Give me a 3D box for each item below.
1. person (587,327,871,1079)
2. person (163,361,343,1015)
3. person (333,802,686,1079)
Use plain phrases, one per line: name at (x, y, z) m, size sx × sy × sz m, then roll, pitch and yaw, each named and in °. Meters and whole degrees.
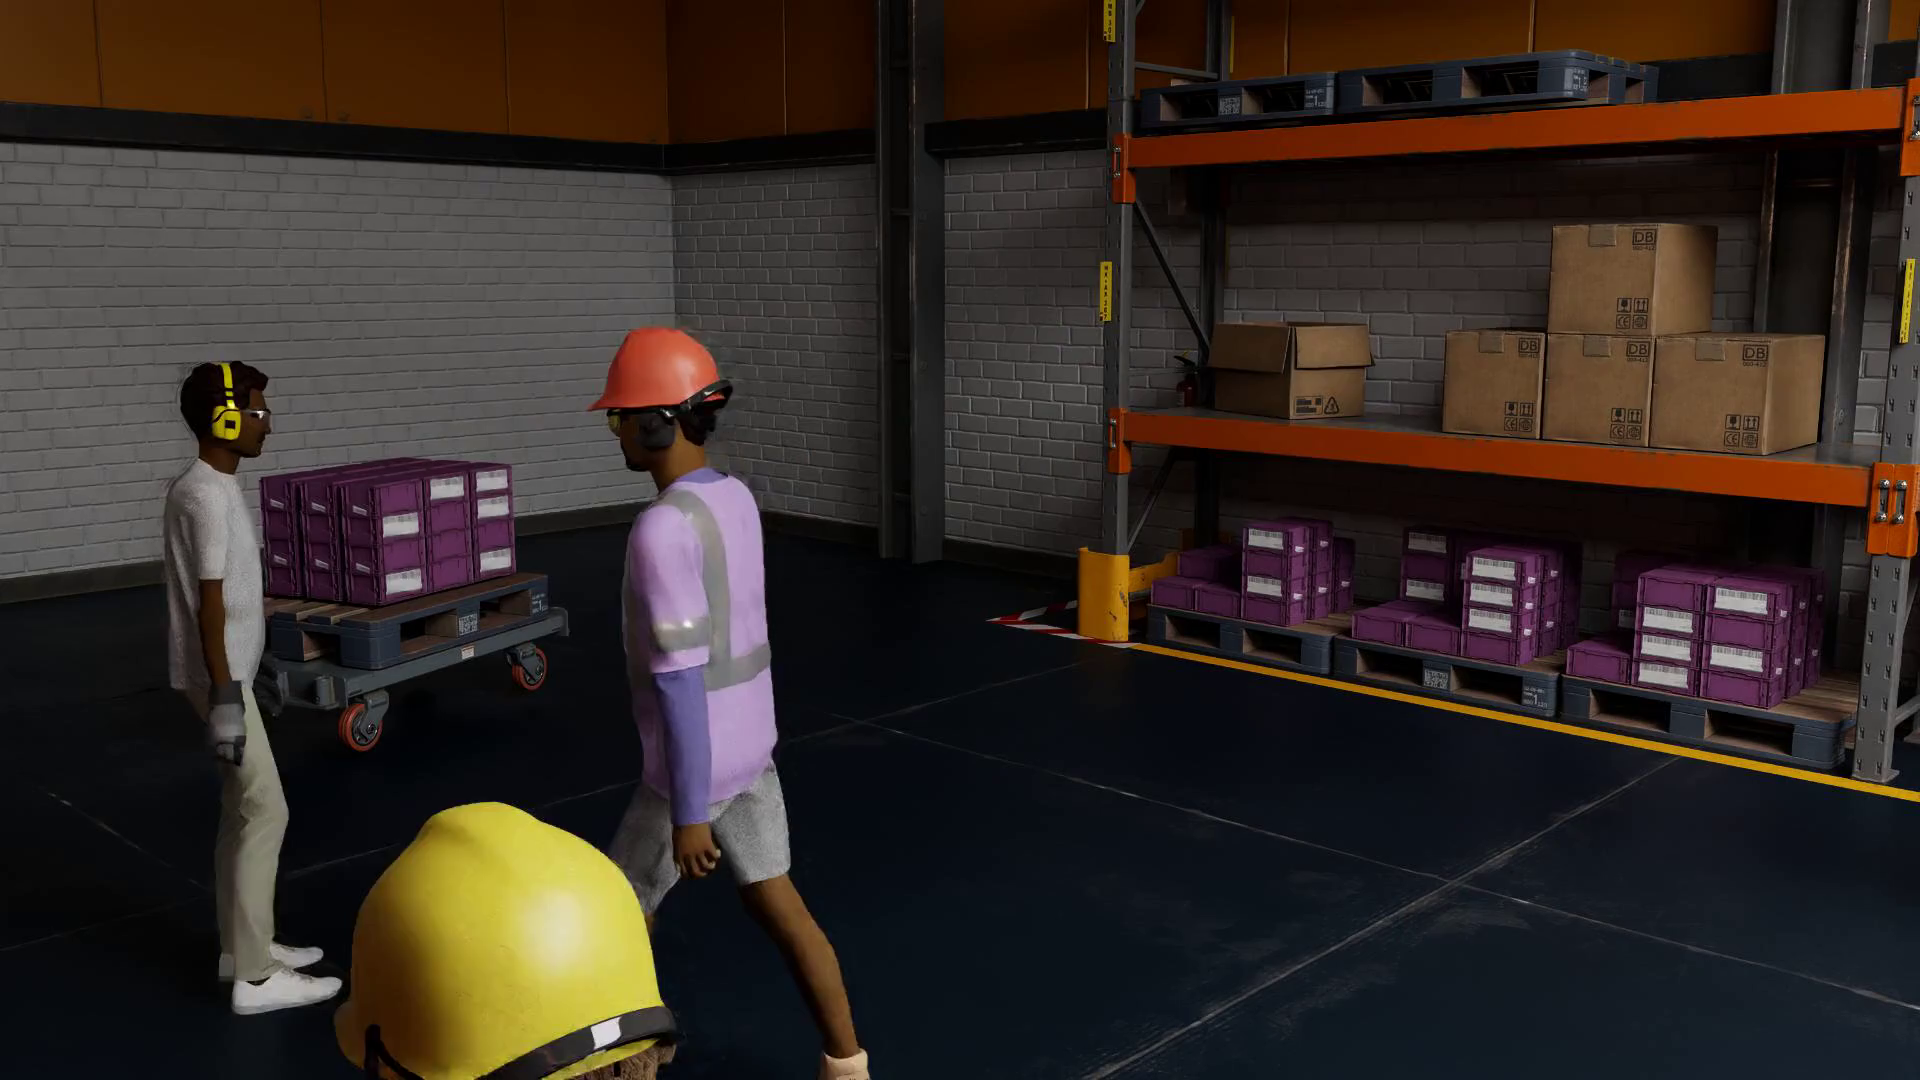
person at (-0.668, 0.491, 3.976) m, size 1.070 × 1.981 × 0.638 m, roll 2°, pitch 9°, yaw 12°
person at (-2.077, 0.417, 4.826) m, size 0.393 × 1.856 × 0.577 m, roll -5°, pitch 10°, yaw -27°
person at (-0.382, 1.043, 1.316) m, size 0.800 × 1.733 × 0.547 m, roll 7°, pitch 12°, yaw 39°
